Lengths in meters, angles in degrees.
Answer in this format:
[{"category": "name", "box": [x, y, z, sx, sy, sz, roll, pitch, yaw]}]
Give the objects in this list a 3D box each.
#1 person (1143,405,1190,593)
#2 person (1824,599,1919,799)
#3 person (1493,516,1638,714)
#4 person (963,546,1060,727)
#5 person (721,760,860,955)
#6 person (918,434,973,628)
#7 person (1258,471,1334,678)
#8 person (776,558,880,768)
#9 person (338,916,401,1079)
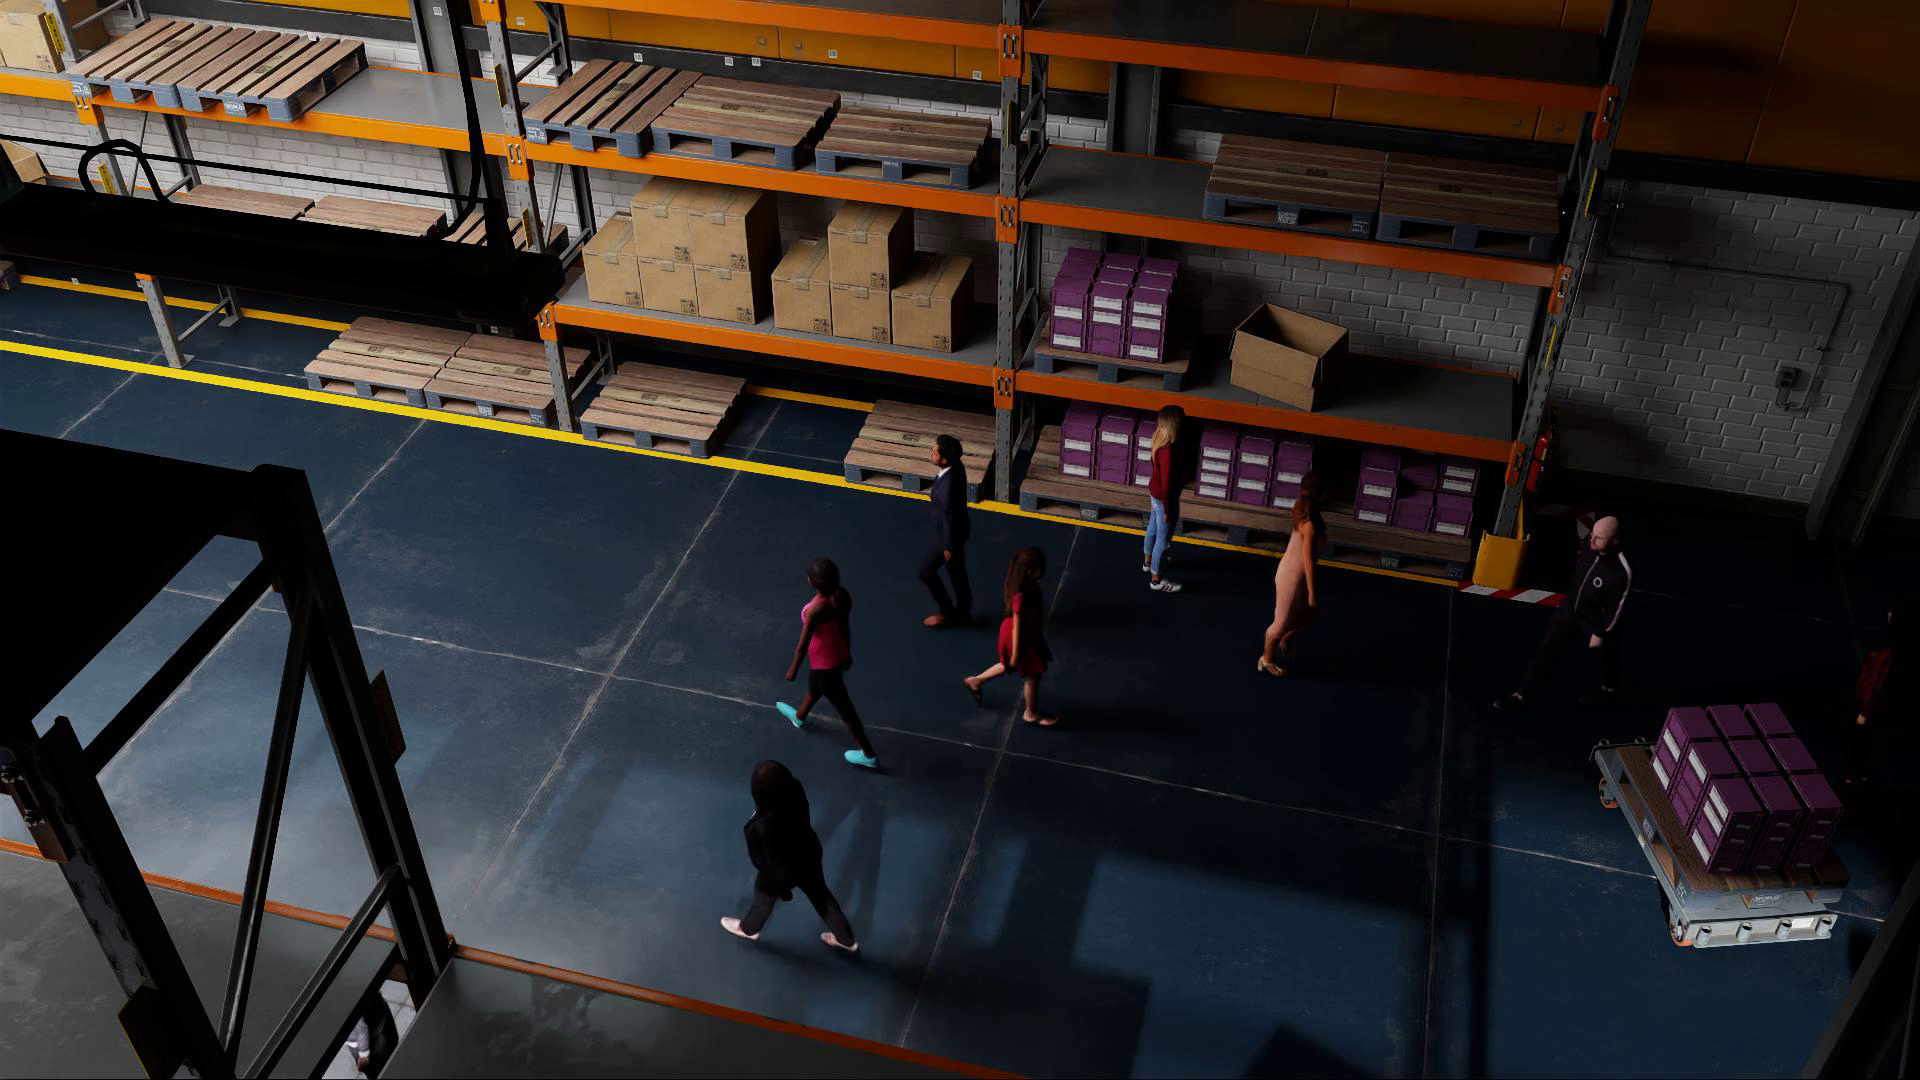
[{"category": "person", "box": [1.570, -0.344, 12.721, 0.649, 1.635, 0.672, -4, 39, -4]}, {"category": "person", "box": [6.091, 1.116, 10.888, 0.740, 1.642, 0.793, -29, 47, -31]}, {"category": "person", "box": [4.465, 0.530, 11.524, 1.339, 1.764, 1.199, -14, 41, -17]}, {"category": "person", "box": [0.351, 0.664, 11.546, 0.950, 1.527, 0.609, 7, 39, 8]}, {"category": "person", "box": [-0.938, 1.945, 9.910, 1.132, 1.567, 0.714, 13, 41, 16]}, {"category": "person", "box": [0.012, -0.031, 12.267, 0.668, 1.713, 0.711, 4, 39, 5]}, {"category": "person", "box": [2.293, 0.261, 11.816, 0.593, 1.820, 0.598, 9, 40, 12]}, {"category": "person", "box": [-0.807, 0.878, 11.164, 1.165, 1.668, 0.765, 19, 42, 22]}, {"category": "person", "box": [-3.173, 2.612, 8.904, 0.665, 1.779, 0.655, -10, 40, -12]}]
